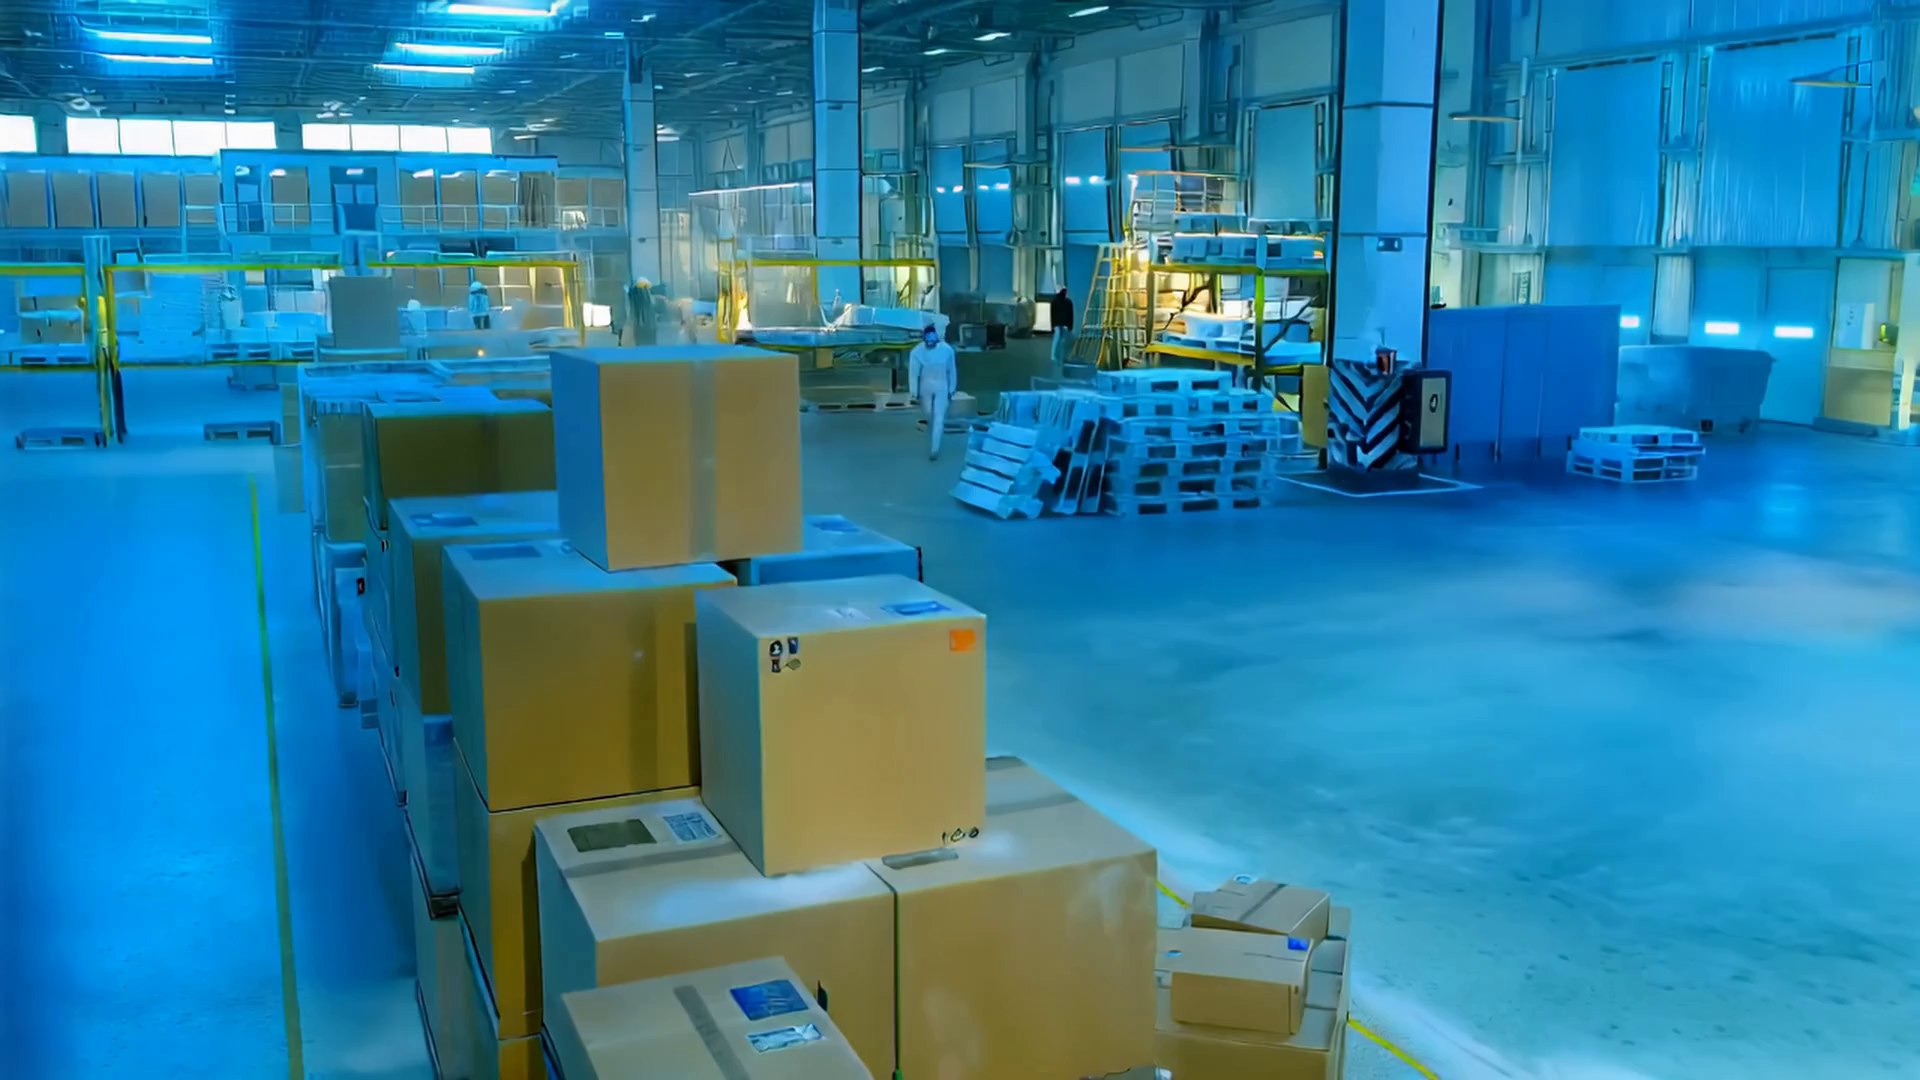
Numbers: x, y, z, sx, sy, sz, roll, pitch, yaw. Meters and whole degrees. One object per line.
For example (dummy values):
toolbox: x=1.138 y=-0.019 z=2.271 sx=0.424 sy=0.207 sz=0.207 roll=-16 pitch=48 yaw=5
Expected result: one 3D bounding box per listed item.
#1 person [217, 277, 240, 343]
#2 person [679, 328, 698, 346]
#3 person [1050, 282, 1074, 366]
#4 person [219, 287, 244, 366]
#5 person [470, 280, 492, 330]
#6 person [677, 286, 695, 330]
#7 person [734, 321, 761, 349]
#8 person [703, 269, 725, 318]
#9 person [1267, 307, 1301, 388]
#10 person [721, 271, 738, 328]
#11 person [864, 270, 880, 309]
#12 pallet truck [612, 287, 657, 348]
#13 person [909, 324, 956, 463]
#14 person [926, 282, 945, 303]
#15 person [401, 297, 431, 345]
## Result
person: x=-20.879 y=-6.543 z=47.468 sx=0.966 sy=1.910 sz=0.635 roll=7 pitch=12 yaw=33
person: x=-3.478 y=-1.811 z=21.521 sx=0.344 sy=1.846 sz=0.506 roll=2 pitch=10 yaw=8
person: x=2.420 y=-5.104 z=39.303 sx=0.608 sy=1.987 sz=0.407 roll=-5 pitch=11 yaw=-25
person: x=-17.098 y=-5.007 z=39.111 sx=0.564 sy=1.851 sz=0.400 roll=-3 pitch=11 yaw=-17
person: x=-13.296 y=-6.273 z=46.130 sx=0.634 sy=1.839 sz=0.429 roll=-9 pitch=14 yaw=-42
person: x=-7.593 y=-6.189 z=46.095 sx=0.381 sy=1.679 sz=0.548 roll=8 pitch=13 yaw=38
person: x=-3.294 y=-2.573 z=26.084 sx=0.489 sy=1.714 sz=0.737 roll=-8 pitch=13 yaw=-39
person: x=-9.040 y=-9.080 z=61.456 sx=1.016 sy=1.905 sz=0.598 roll=1 pitch=10 yaw=6
person: x=5.336 y=-2.886 z=27.373 sx=0.570 sy=1.879 sz=0.346 roll=-1 pitch=10 yaw=-6
person: x=-7.607 y=-8.099 z=56.016 sx=1.047 sy=1.917 sz=0.656 roll=-3 pitch=11 yaw=-16
person: x=-3.114 y=-8.627 z=58.976 sx=0.563 sy=1.895 sz=0.991 roll=-2 pitch=10 yaw=-10
pallet truck: x=-6.464 y=-4.406 z=35.401 sx=0.823 sy=1.965 sz=1.885 roll=6 pitch=12 yaw=32
person: x=-0.368 y=-2.023 z=22.684 sx=0.641 sy=1.869 sz=1.056 roll=1 pitch=10 yaw=3
person: x=-0.728 y=-6.885 z=49.258 sx=0.587 sy=1.927 sz=0.364 roll=-2 pitch=10 yaw=-11
person: x=-10.970 y=-3.996 z=33.604 sx=0.646 sy=1.830 sz=0.533 roll=-10 pitch=14 yaw=-43
